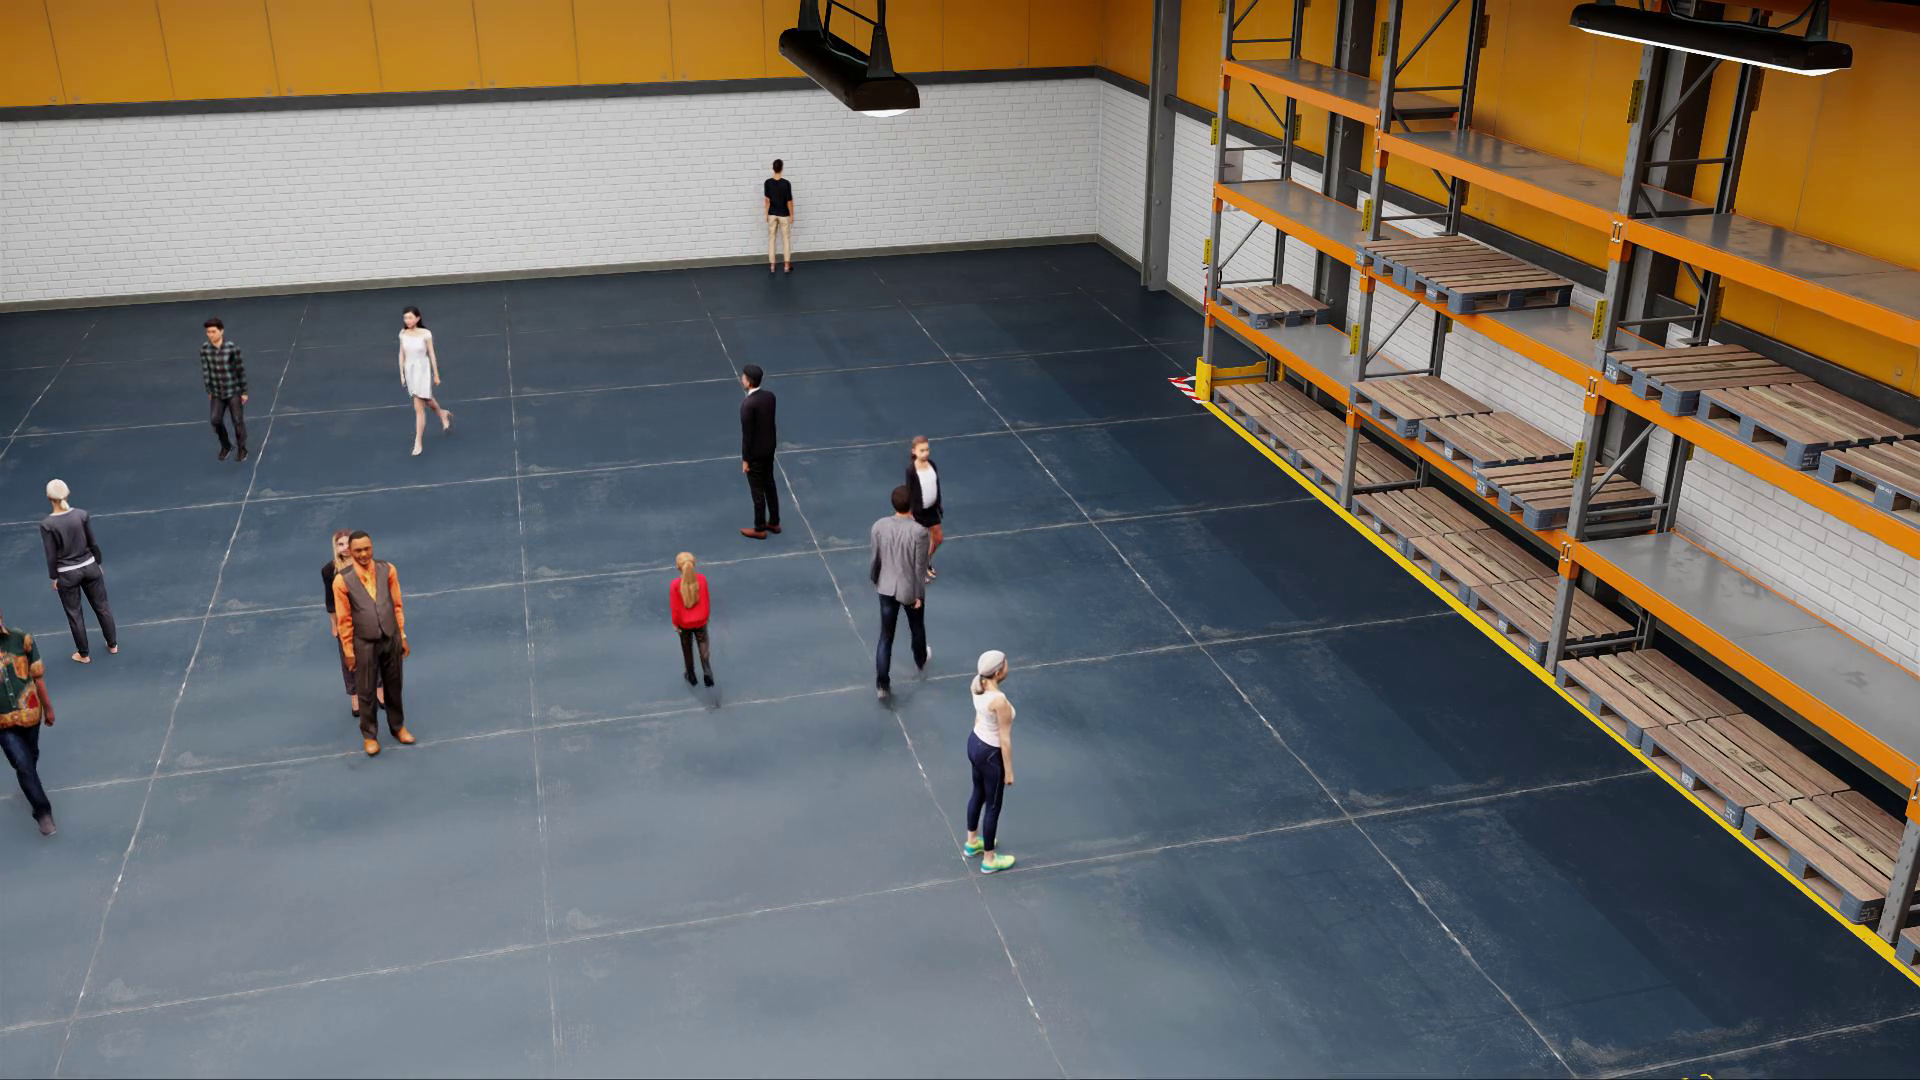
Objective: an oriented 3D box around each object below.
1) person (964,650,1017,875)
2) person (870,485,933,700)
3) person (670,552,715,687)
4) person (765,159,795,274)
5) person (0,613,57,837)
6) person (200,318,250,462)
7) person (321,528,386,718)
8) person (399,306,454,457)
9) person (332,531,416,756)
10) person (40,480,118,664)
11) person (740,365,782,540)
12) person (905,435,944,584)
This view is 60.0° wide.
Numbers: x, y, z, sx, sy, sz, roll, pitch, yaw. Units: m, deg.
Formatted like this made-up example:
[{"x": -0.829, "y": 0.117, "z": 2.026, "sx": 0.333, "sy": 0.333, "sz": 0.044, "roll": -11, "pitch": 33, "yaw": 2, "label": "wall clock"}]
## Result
[{"x": 0.195, "y": 1.563, "z": 11.897, "sx": 0.697, "sy": 1.698, "sz": 0.545, "roll": -12, "pitch": 26, "yaw": -26, "label": "person"}, {"x": -0.541, "y": 0.484, "z": 14.207, "sx": 1.099, "sy": 1.825, "sz": 1.337, "roll": 5, "pitch": 24, "yaw": 12, "label": "person"}, {"x": -2.299, "y": 0.711, "z": 14.374, "sx": 0.530, "sy": 1.274, "sz": 0.717, "roll": -8, "pitch": 25, "yaw": -19, "label": "person"}, {"x": -3.002, "y": -5.370, "z": 27.566, "sx": 0.690, "sy": 1.852, "sz": 0.653, "roll": 2, "pitch": 24, "yaw": 4, "label": "person"}, {"x": -7.112, "y": 1.270, "z": 12.481, "sx": 1.047, "sy": 1.766, "sz": 1.277, "roll": -20, "pitch": 31, "yaw": -38, "label": "person"}, {"x": -8.464, "y": -1.762, "z": 19.216, "sx": 0.718, "sy": 1.705, "sz": 0.619, "roll": -2, "pitch": 24, "yaw": -5, "label": "person"}, {"x": -5.060, "y": 0.679, "z": 13.952, "sx": 0.647, "sy": 1.672, "sz": 0.608, "roll": -13, "pitch": 27, "yaw": -27, "label": "person"}, {"x": -6.412, "y": -1.943, "z": 19.869, "sx": 0.958, "sy": 1.737, "sz": 1.255, "roll": 5, "pitch": 24, "yaw": 11, "label": "person"}, {"x": -4.711, "y": 0.801, "z": 13.379, "sx": 0.780, "sy": 1.906, "sz": 0.754, "roll": -17, "pitch": 29, "yaw": -34, "label": "person"}, {"x": -7.885, "y": 0.260, "z": 14.842, "sx": 0.693, "sy": 1.727, "sz": 0.680, "roll": 21, "pitch": 31, "yaw": 39, "label": "person"}, {"x": -2.085, "y": -0.933, "z": 17.382, "sx": 0.830, "sy": 1.878, "sz": 0.765, "roll": 13, "pitch": 27, "yaw": 27, "label": "person"}, {"x": -0.417, "y": -0.331, "z": 16.420, "sx": 0.651, "sy": 1.545, "sz": 0.677, "roll": -16, "pitch": 28, "yaw": -32, "label": "person"}]
